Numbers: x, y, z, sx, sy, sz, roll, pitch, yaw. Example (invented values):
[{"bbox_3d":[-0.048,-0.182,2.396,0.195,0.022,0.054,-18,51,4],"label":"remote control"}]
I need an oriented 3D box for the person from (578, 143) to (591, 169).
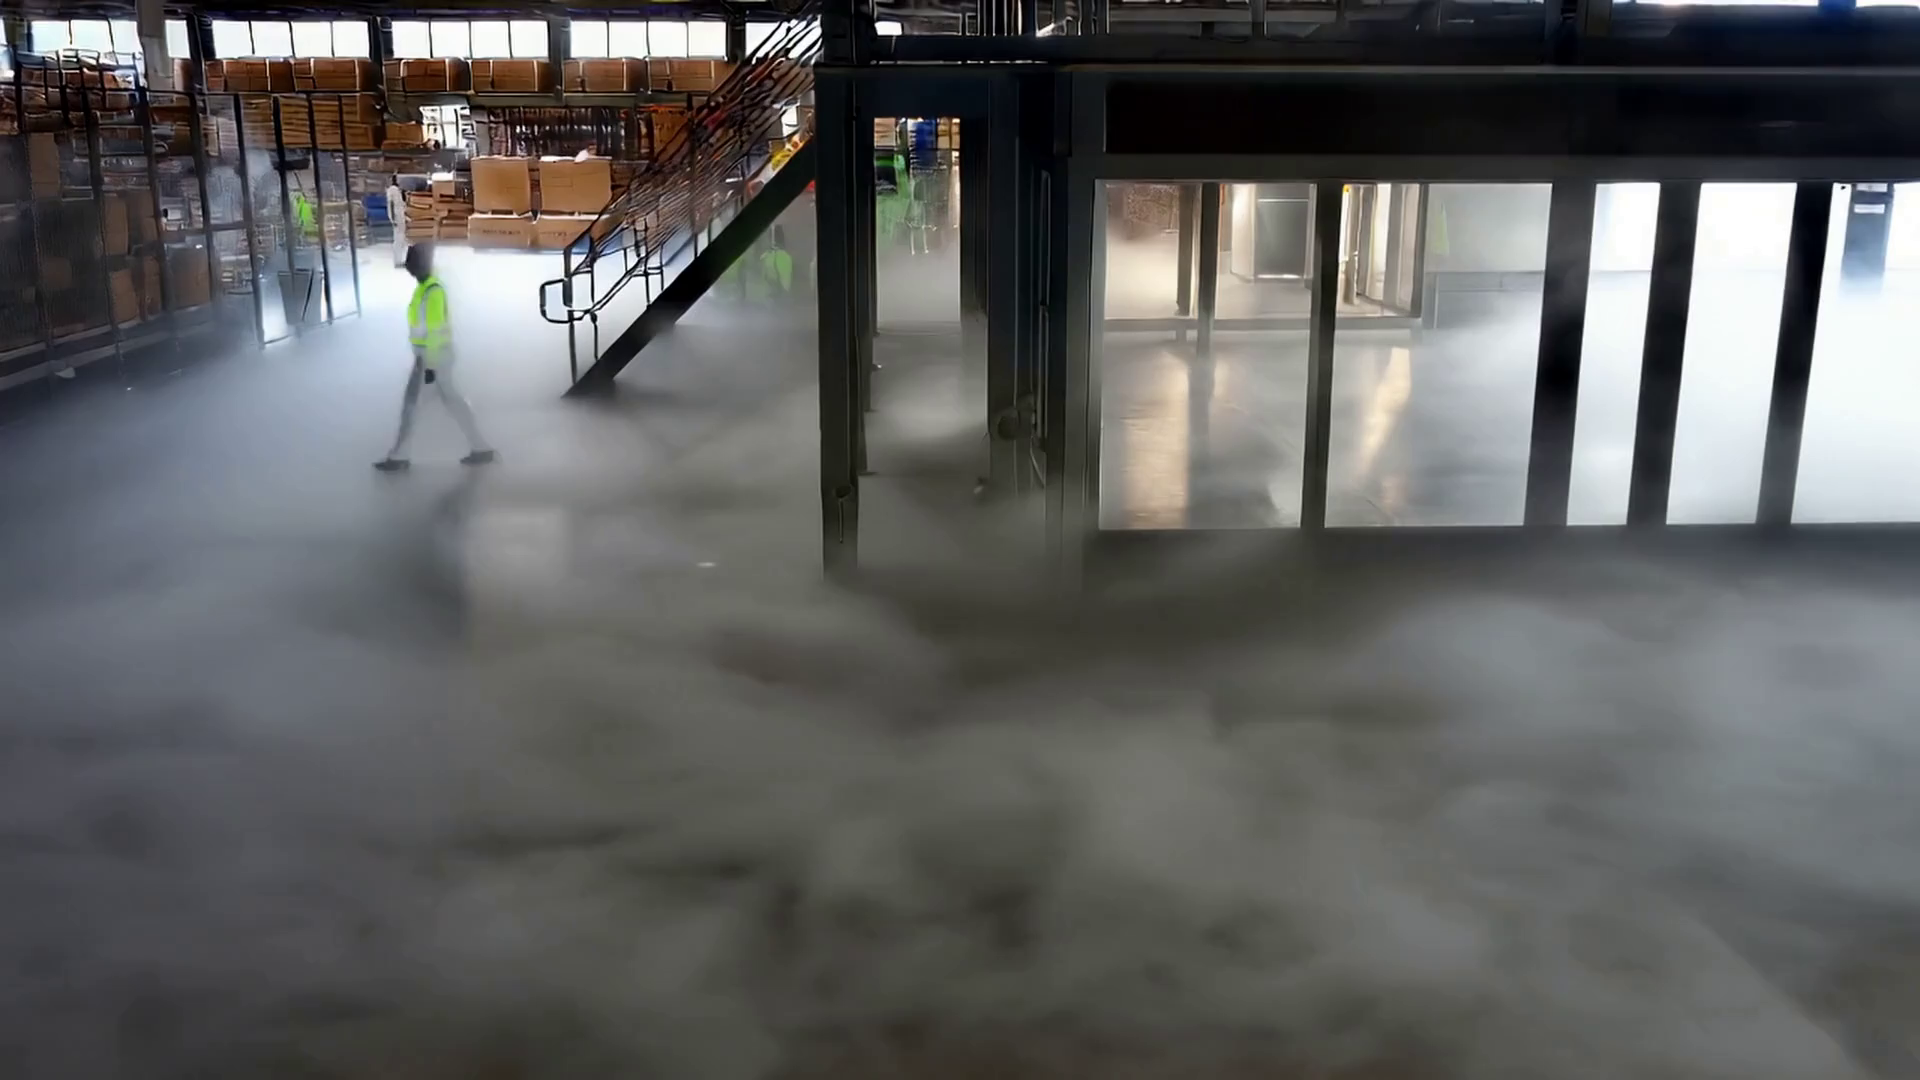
[{"bbox_3d":[-16.831,-16.822,74.590,1.034,1.886,0.613,8,16,28],"label":"person"}]

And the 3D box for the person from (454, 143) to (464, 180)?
[{"bbox_3d":[-25.206,-18.973,83.325,0.530,1.812,0.599,-2,14,-9],"label":"person"}]

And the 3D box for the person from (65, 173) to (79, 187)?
[{"bbox_3d":[-16.468,-5.861,30.848,0.643,1.852,0.525,-1,14,-5],"label":"person"}]

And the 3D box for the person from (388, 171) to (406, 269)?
[{"bbox_3d":[-10.824,-6.172,32.067,0.328,1.865,0.521,-2,14,-9],"label":"person"}]

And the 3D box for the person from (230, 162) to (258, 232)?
[{"bbox_3d":[-16.039,-7.524,37.367,0.391,1.918,0.719,5,15,19],"label":"person"}]

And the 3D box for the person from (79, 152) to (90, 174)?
[{"bbox_3d":[-34.042,-14.262,64.794,0.533,1.670,0.782,-2,14,-8],"label":"person"}]

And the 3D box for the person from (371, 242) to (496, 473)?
[{"bbox_3d":[-4.226,-1.459,13.301,0.970,1.835,0.591,-8,16,-29],"label":"person"}]

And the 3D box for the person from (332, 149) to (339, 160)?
[{"bbox_3d":[-25.292,-14.951,67.400,0.453,1.728,0.562,0,14,-1],"label":"person"}]

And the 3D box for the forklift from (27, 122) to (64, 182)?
[{"bbox_3d":[-35.376,-14.773,64.377,1.129,2.768,1.873,-1,14,-2],"label":"forklift"}]
